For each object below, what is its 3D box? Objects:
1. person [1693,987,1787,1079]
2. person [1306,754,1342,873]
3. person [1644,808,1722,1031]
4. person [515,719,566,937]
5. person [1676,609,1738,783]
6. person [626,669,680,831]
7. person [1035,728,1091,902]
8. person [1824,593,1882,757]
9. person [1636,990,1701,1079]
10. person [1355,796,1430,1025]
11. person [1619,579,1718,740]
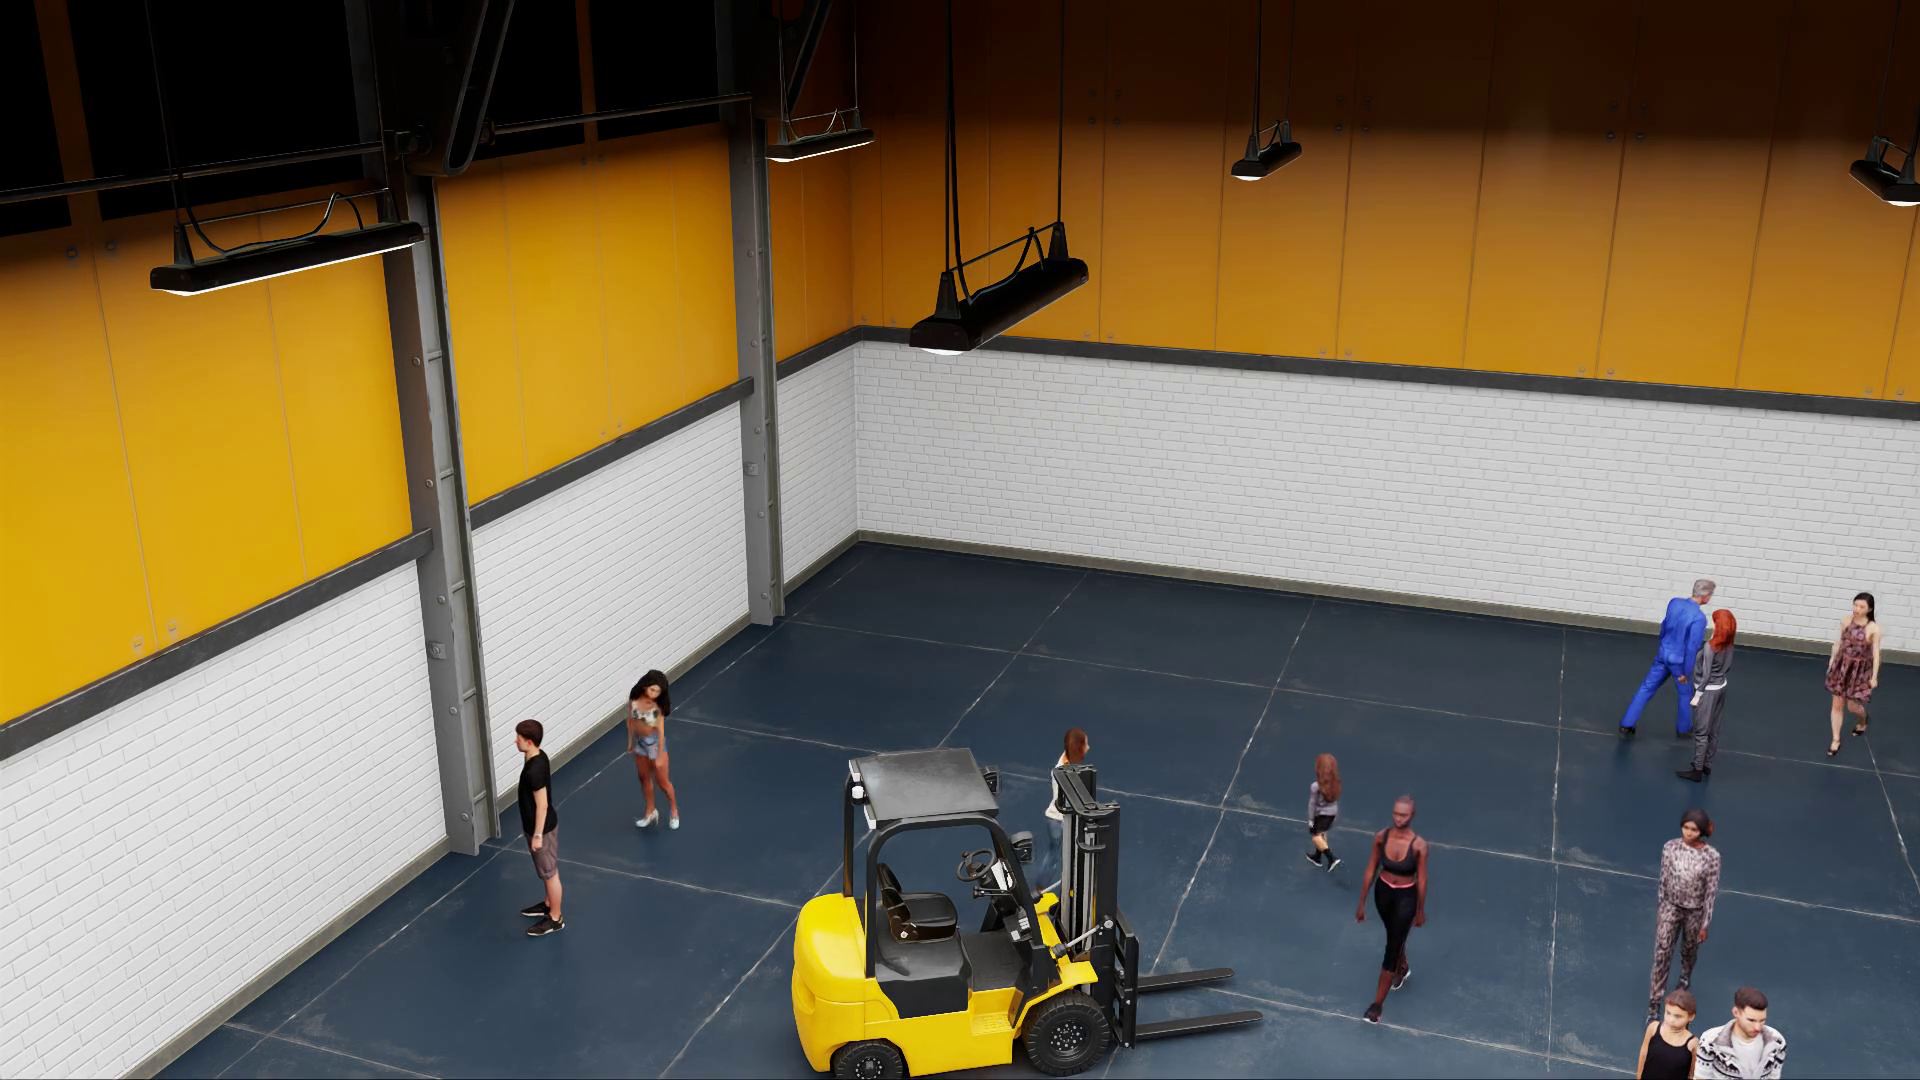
[{"bbox_3d":[4.685,3.504,10.113,0.743,1.848,0.708,0,19,-1],"label":"person"},{"bbox_3d":[3.216,2.403,14.562,0.696,1.096,0.733,-11,22,-30],"label":"person"},{"bbox_3d":[5.478,2.794,12.502,0.743,1.669,1.184,12,22,31],"label":"person"},{"bbox_3d":[-3.431,2.319,13.611,0.828,1.861,0.737,-6,19,-16],"label":"person"},{"bbox_3d":[7.298,1.494,16.189,0.606,1.780,0.715,-15,24,-37],"label":"person"},{"bbox_3d":[-2.861,1.915,15.230,0.636,1.594,0.678,-15,24,-38],"label":"person"},{"bbox_3d":[0.796,2.322,13.926,0.780,1.655,0.739,2,19,7],"label":"person"},{"bbox_3d":[8.995,1.337,16.691,0.959,1.756,0.877,-11,21,-29],"label":"person"},{"bbox_3d":[4.434,3.524,10.496,0.597,1.565,0.601,14,23,36],"label":"person"},{"bbox_3d":[3.344,2.728,12.637,0.837,1.707,1.243,13,22,33],"label":"person"},{"bbox_3d":[7.194,1.251,16.931,1.301,1.766,1.289,-7,20,-20],"label":"person"}]
